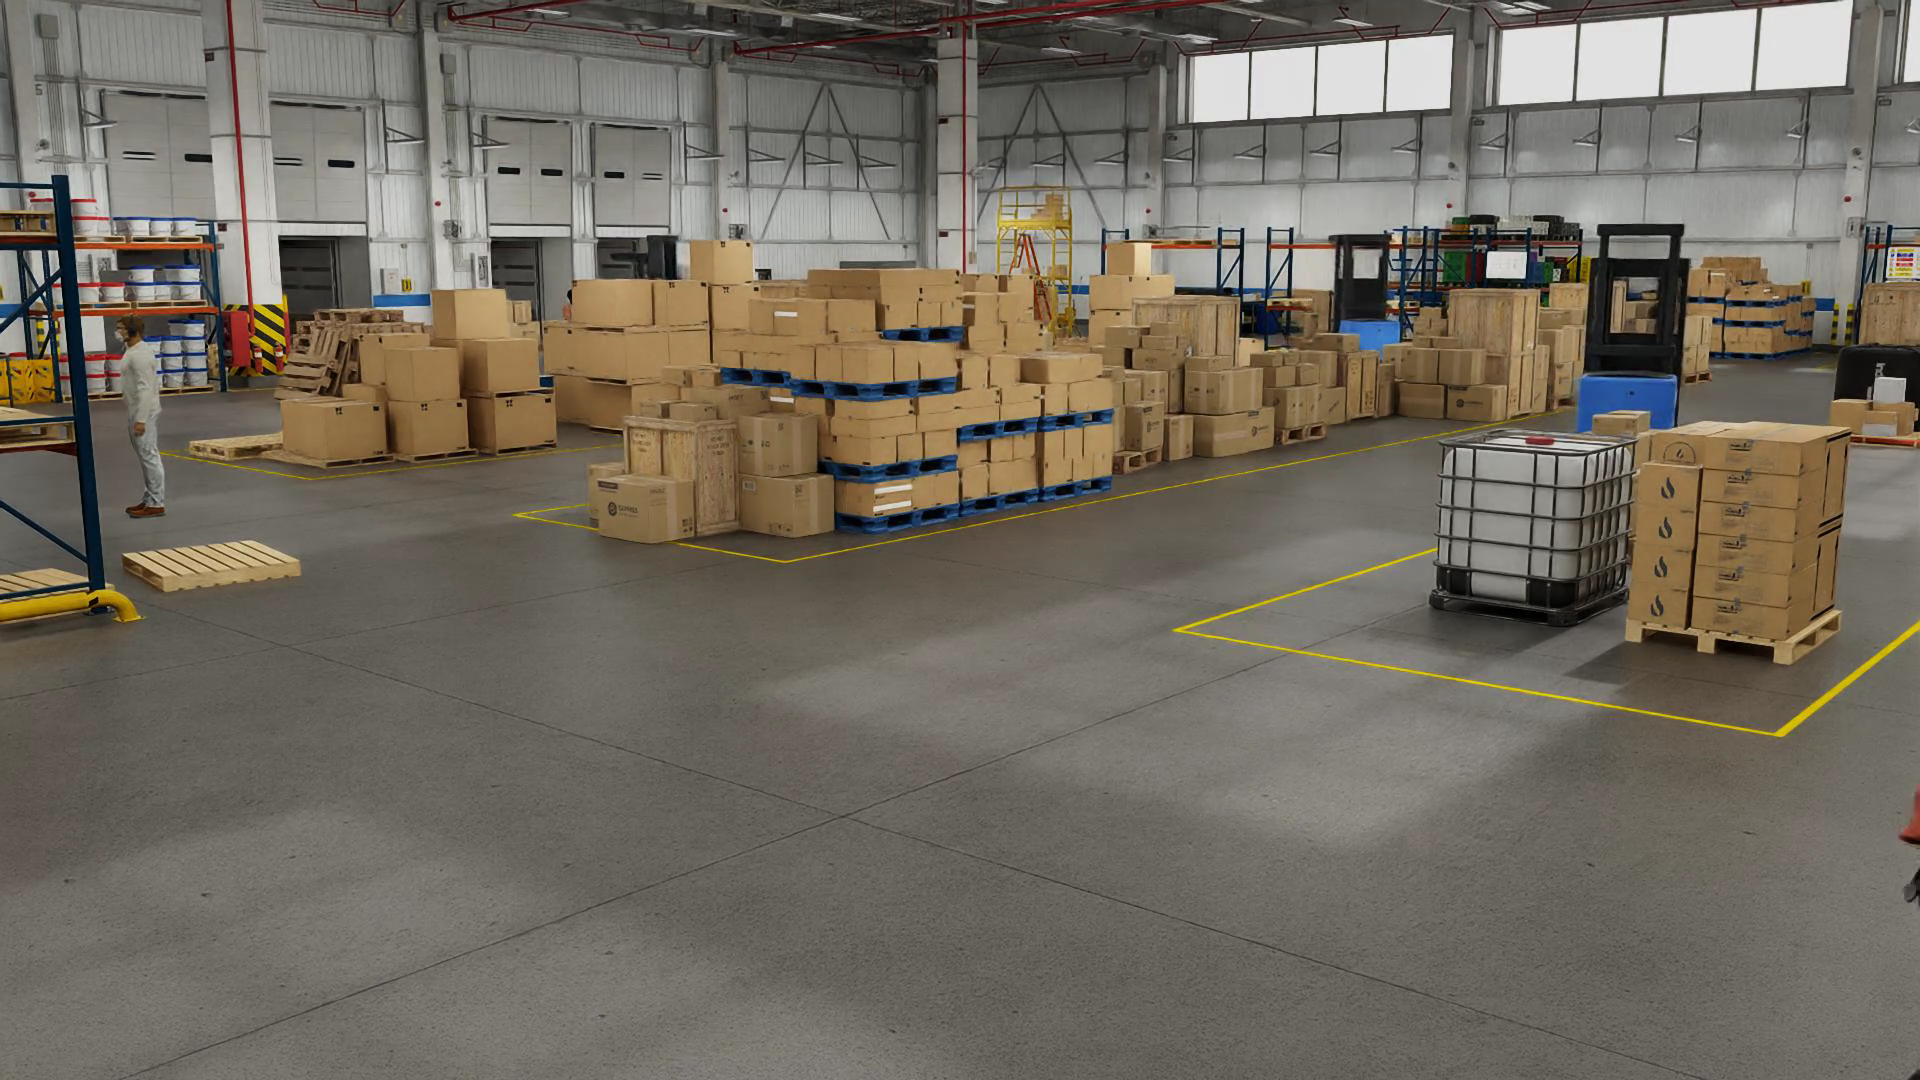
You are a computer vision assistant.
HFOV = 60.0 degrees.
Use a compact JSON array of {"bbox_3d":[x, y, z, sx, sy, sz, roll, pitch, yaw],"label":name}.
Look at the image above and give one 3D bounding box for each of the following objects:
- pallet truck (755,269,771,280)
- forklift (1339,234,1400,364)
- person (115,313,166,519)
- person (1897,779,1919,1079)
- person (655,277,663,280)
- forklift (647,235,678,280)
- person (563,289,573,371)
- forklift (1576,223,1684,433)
[{"bbox_3d":[-4.996,-6.432,45.525,1.885,1.965,0.823,-6,12,-32],"label":"pallet truck"},{"bbox_3d":[8.239,-4.823,33.851,1.129,2.768,1.873,0,10,-1],"label":"forklift"},{"bbox_3d":[-7.776,-1.177,15.775,0.372,1.940,0.631,-6,12,-30],"label":"person"},{"bbox_3d":[1.311,1.199,2.185,0.620,1.956,0.553,-6,11,-29],"label":"person"},{"bbox_3d":[-6.492,-4.723,36.010,0.632,1.930,0.387,-4,11,-24],"label":"person"},{"bbox_3d":[-6.576,-5.380,37.025,1.873,2.768,1.129,3,10,15],"label":"forklift"},{"bbox_3d":[-8.018,-4.342,34.482,0.317,1.695,0.540,4,11,19],"label":"person"},{"bbox_3d":[7.904,-2.309,19.539,1.129,2.768,1.873,4,11,23],"label":"forklift"}]
